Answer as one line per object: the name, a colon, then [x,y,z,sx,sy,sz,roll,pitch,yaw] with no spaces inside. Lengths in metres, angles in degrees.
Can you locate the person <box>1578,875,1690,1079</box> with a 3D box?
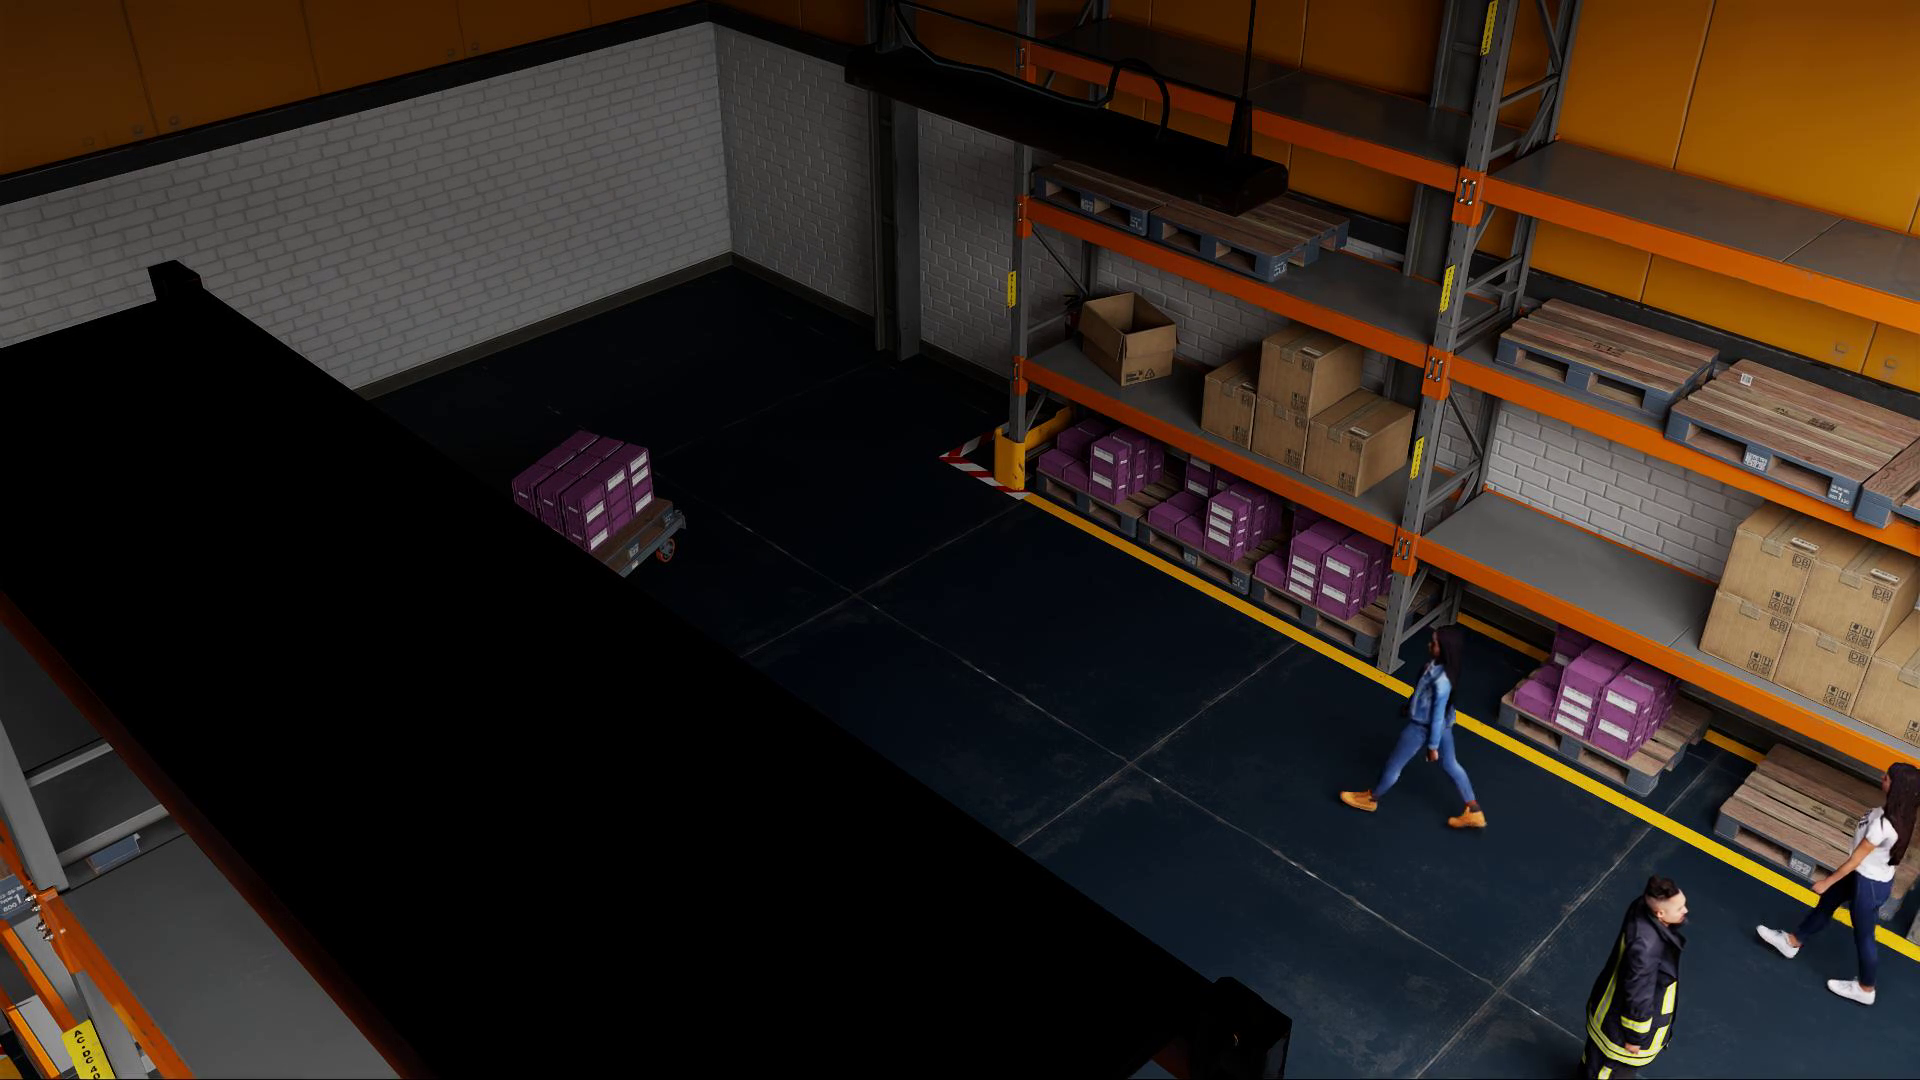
person: [3.689,2.522,9.124,0.841,1.860,0.852,13,36,18]

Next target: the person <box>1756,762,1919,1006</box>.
person: [5.482,2.095,9.869,0.993,1.745,0.656,23,40,31]

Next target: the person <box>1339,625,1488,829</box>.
person: [3.247,1.294,11.148,1.297,1.664,0.927,13,36,19]
